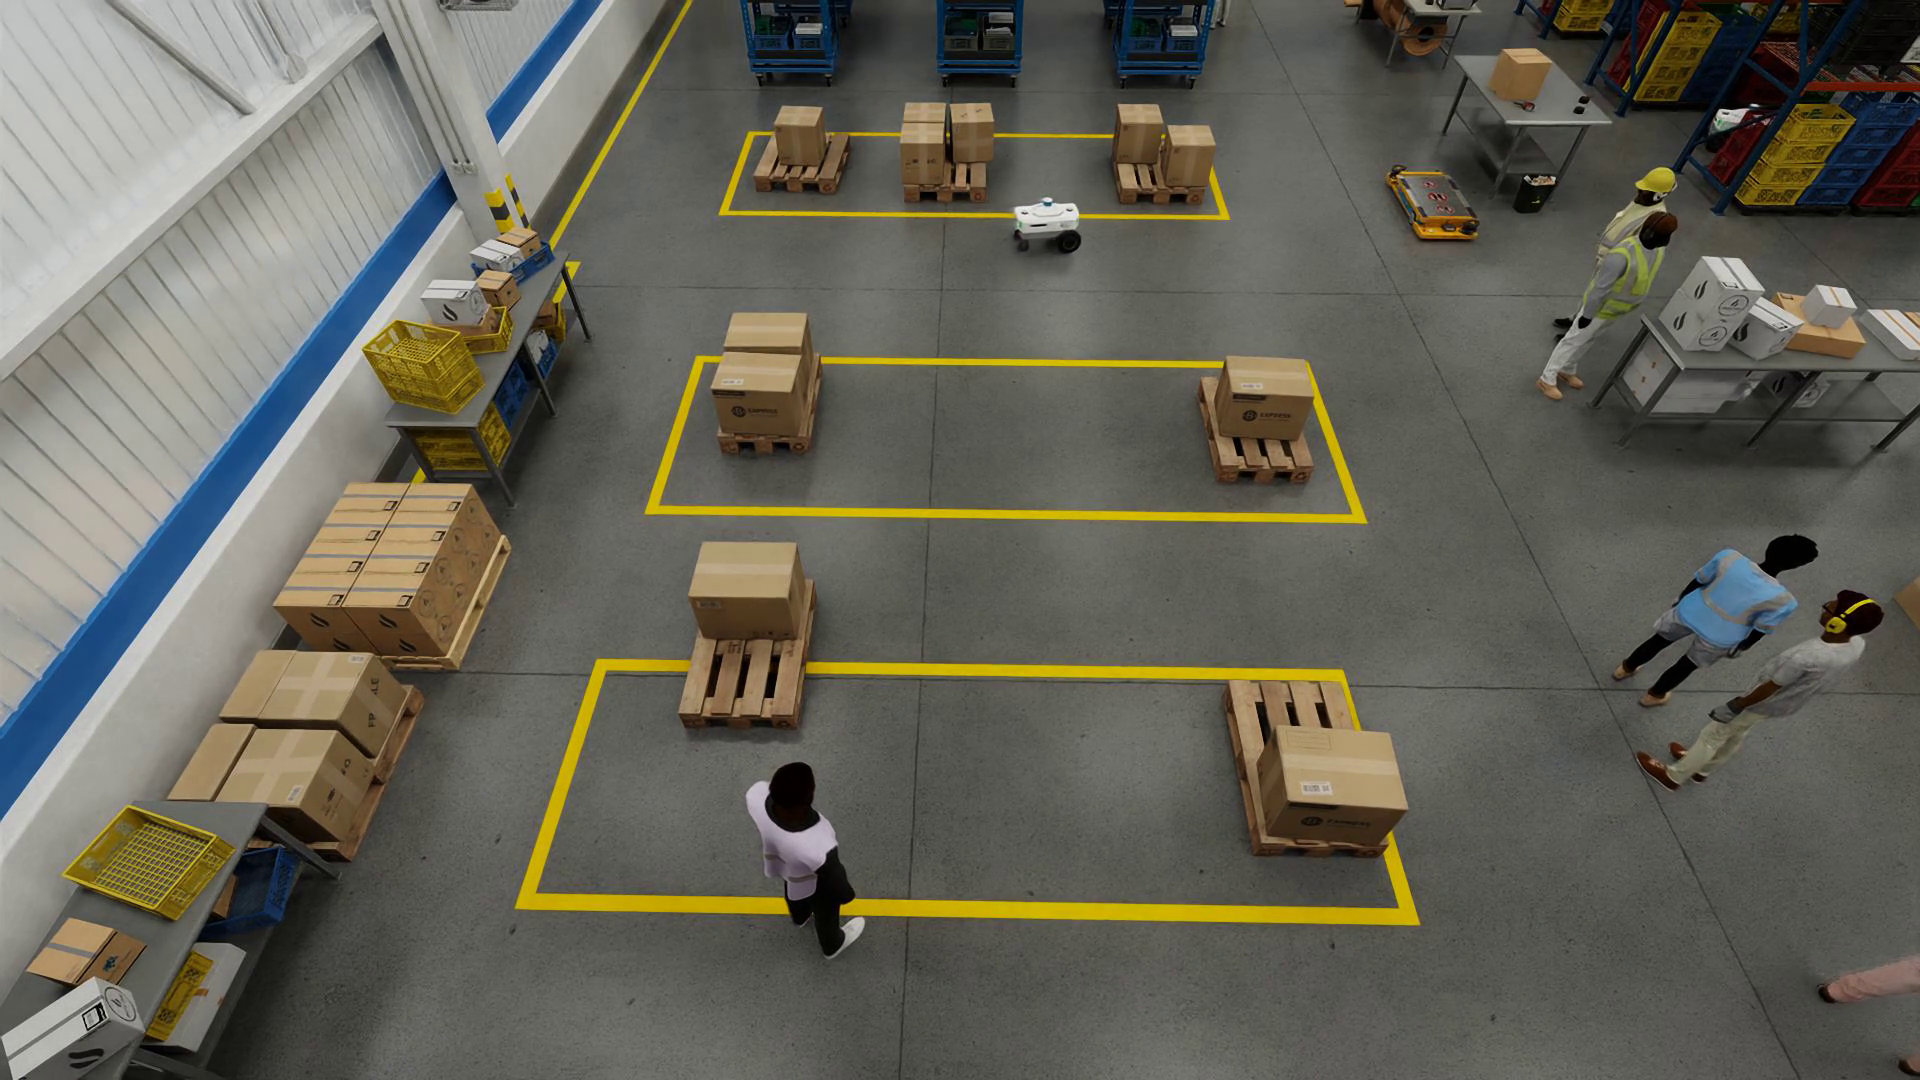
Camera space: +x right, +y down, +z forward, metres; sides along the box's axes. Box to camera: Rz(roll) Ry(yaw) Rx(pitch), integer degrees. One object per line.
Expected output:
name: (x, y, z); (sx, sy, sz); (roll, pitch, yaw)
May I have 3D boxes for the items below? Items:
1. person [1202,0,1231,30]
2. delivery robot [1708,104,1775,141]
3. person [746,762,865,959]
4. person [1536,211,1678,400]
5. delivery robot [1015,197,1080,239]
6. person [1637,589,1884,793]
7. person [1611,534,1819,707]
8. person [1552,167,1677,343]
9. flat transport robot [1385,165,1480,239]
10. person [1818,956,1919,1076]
person: (4.146, -8.903, 14.320); (0.514, 1.643, 0.307); (-23, 53, -19)
delivery robot: (10.237, -5.442, 11.979); (0.707, 0.478, 0.477); (13, 50, 11)
person: (-0.824, 1.752, 4.922); (0.587, 1.910, 0.379); (32, 56, 25)
person: (5.880, -2.118, 8.316); (0.624, 1.845, 0.430); (-22, 53, -18)
delivery robot: (0.982, -3.649, 10.427); (0.707, 0.478, 0.477); (-5, 49, -4)
person: (4.917, 0.976, 5.635); (0.520, 1.856, 0.331); (-16, 51, -13)
person: (4.998, 0.558, 6.102); (0.322, 1.685, 0.542); (-21, 52, -17)
person: (6.322, -2.713, 8.847); (0.403, 1.824, 0.599); (16, 51, 13)
flat transport robot: (5.692, -4.094, 11.059); (0.652, 0.197, 1.431); (1, 49, 1)
person: (5.292, 2.193, 4.559); (0.431, 1.908, 0.714); (-11, 50, -9)
